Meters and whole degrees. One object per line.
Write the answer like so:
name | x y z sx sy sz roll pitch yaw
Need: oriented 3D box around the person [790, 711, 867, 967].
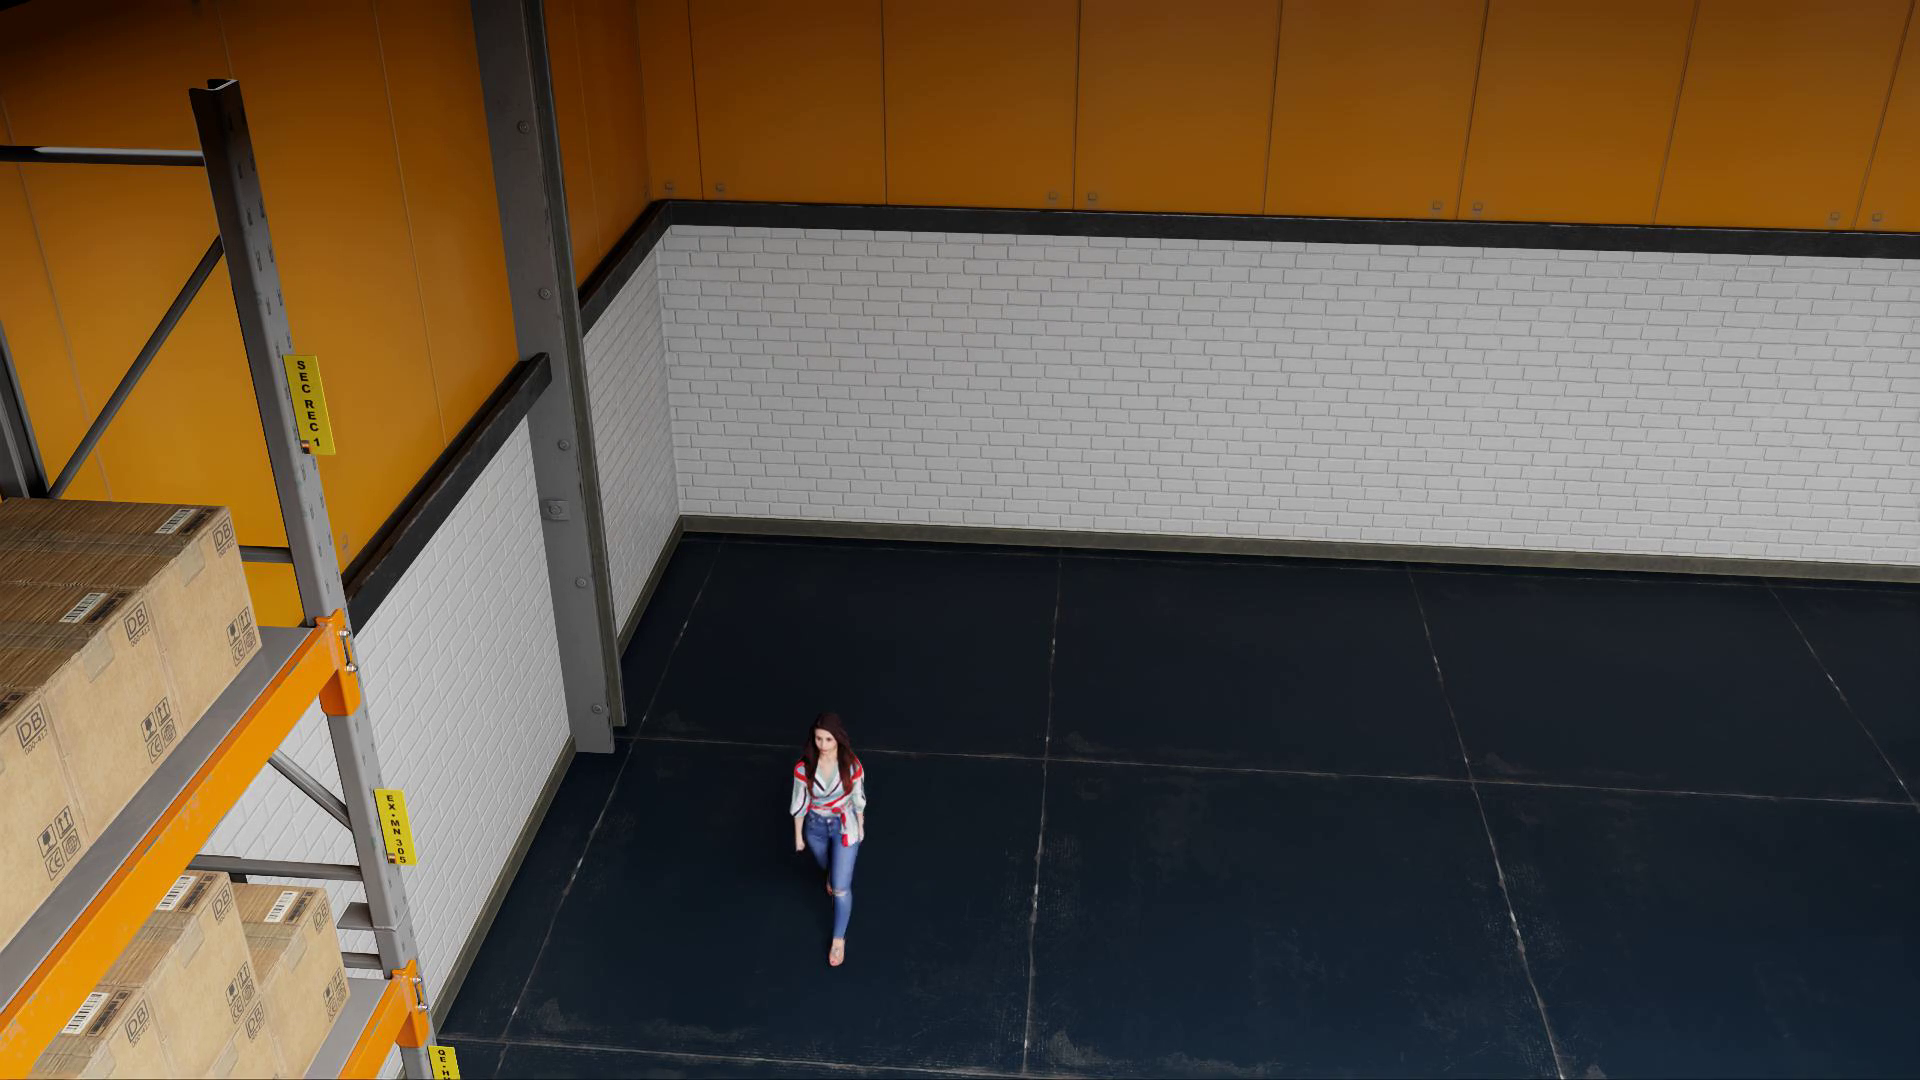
person | -0.774 1.690 10.050 0.633 1.582 1.066 1 29 3
